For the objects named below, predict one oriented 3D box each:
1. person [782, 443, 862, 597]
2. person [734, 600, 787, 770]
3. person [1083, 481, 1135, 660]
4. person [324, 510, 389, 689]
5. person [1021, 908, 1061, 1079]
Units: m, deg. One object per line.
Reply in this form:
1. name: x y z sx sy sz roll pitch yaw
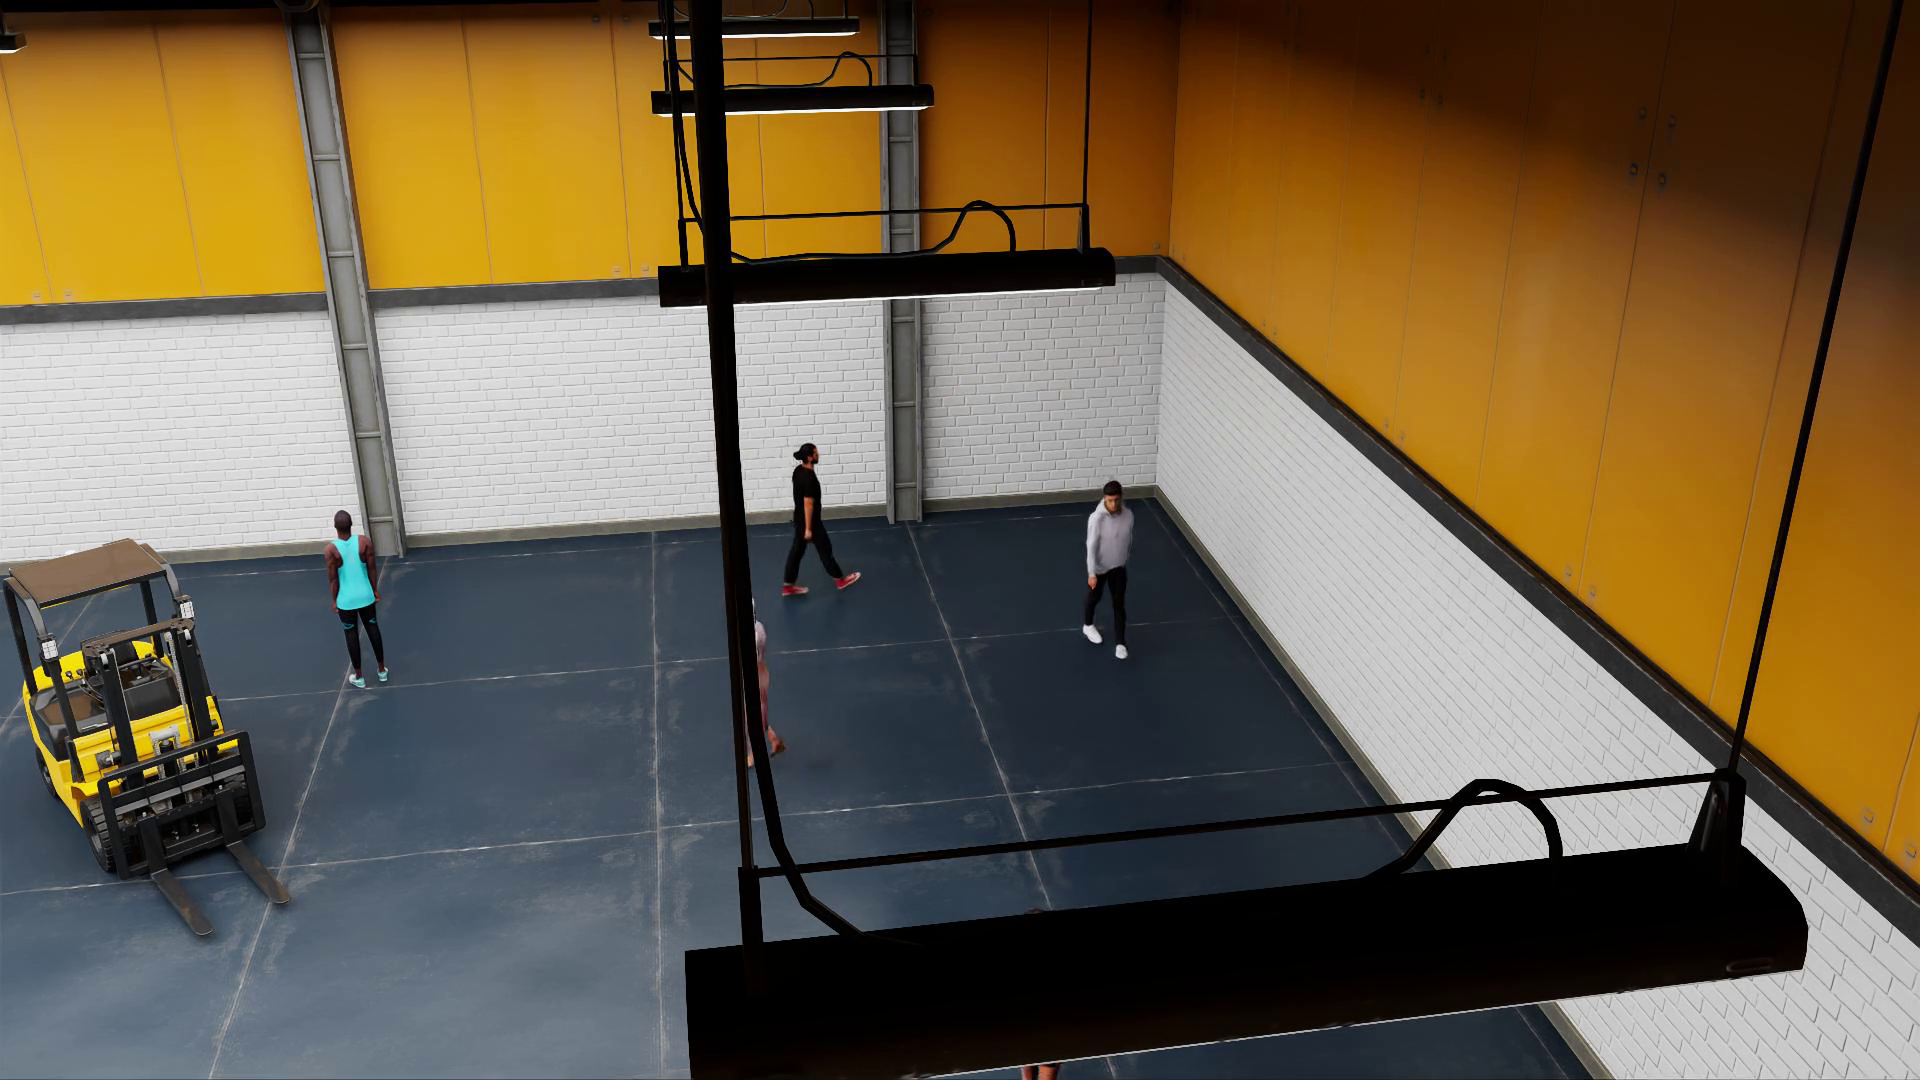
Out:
1. person: -1.701 -0.176 17.723 1.149 1.719 0.820 -10 25 -21
2. person: -1.746 1.263 14.477 0.771 1.682 0.708 1 24 3
3. person: 1.436 0.223 16.616 1.110 1.874 0.866 -10 26 -22
4. person: -5.792 0.553 15.939 0.583 1.811 0.735 -14 27 -30
5. person: 0.496 3.009 10.336 0.679 1.800 0.797 5 24 11
